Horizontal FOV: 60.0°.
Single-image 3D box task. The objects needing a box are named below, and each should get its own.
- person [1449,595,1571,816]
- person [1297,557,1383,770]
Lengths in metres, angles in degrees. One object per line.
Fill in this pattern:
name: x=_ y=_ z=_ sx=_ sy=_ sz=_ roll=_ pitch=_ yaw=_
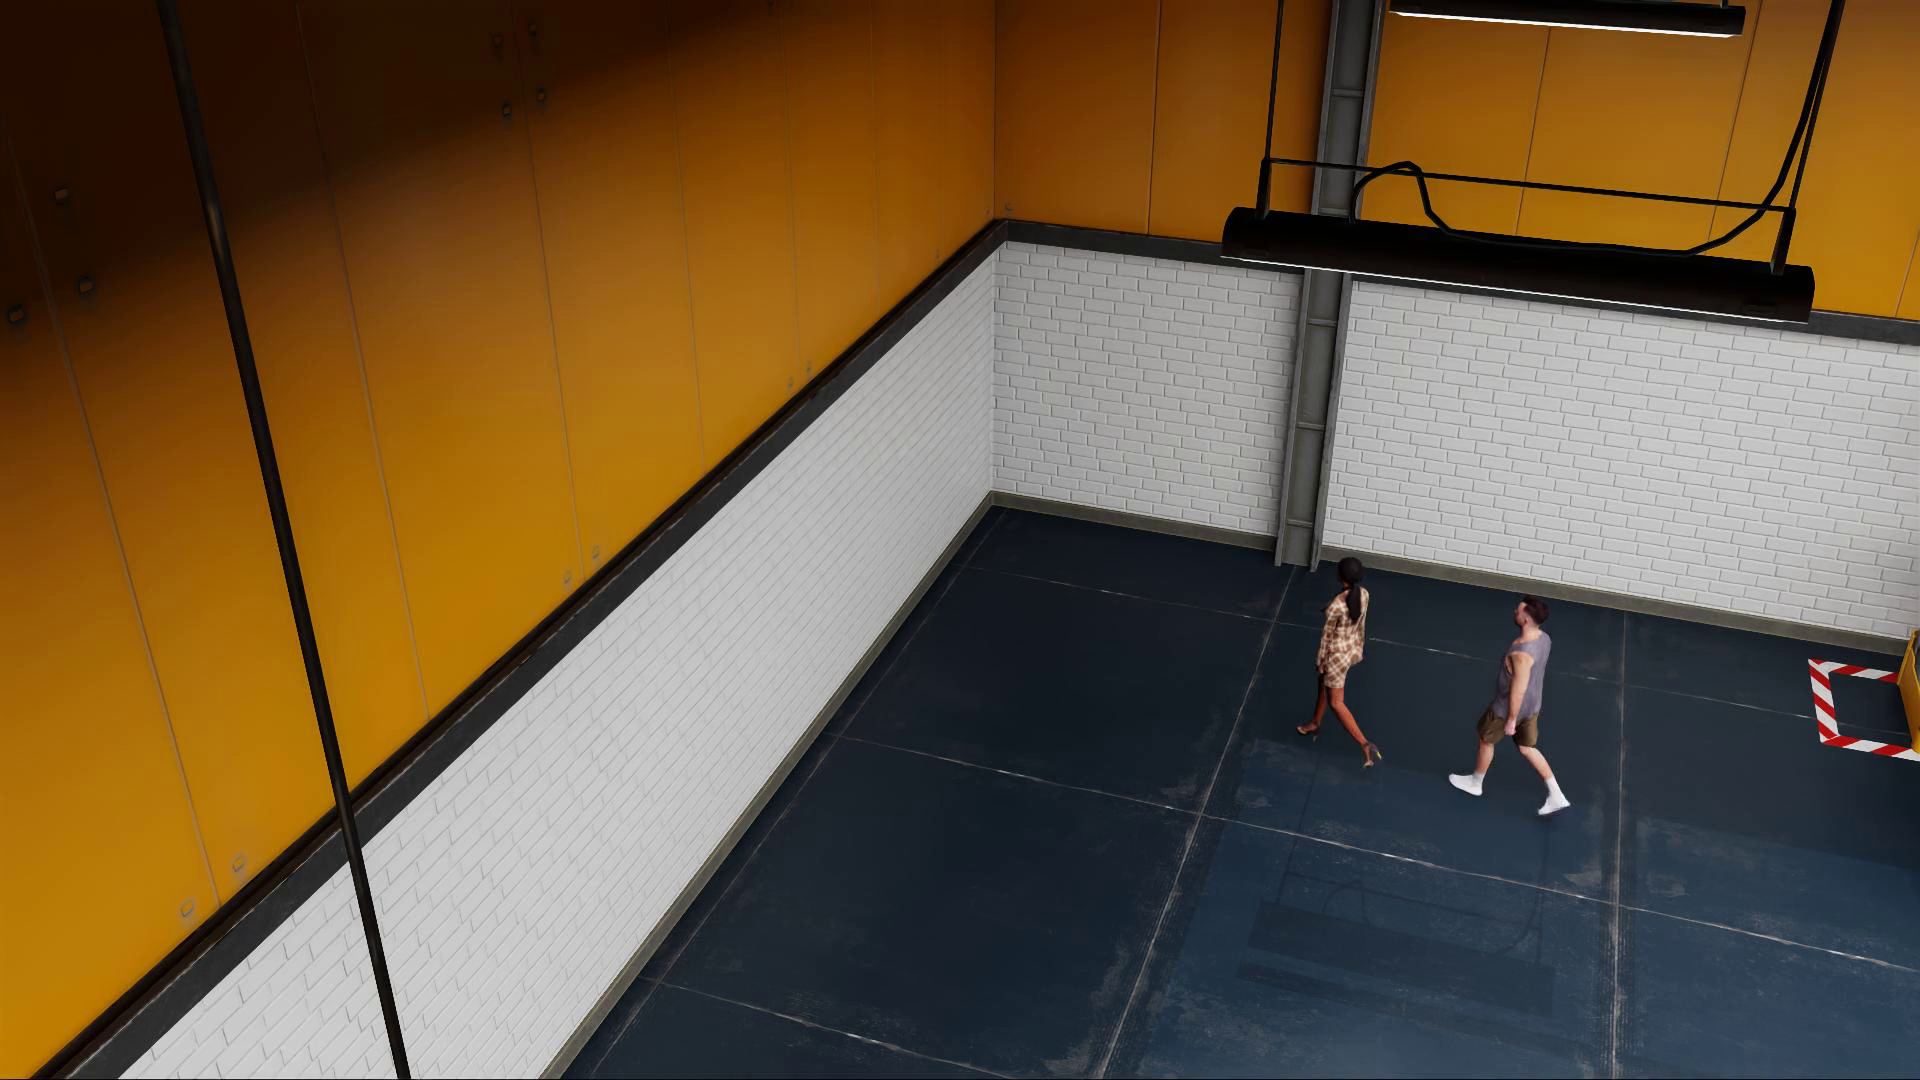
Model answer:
person: x=4.204 y=1.257 z=12.306 sx=1.261 sy=1.817 sz=0.964 roll=25 pitch=37 yaw=38
person: x=3.002 y=0.975 z=12.875 sx=0.957 sy=1.763 sz=1.154 roll=-21 pitch=35 yaw=-33
